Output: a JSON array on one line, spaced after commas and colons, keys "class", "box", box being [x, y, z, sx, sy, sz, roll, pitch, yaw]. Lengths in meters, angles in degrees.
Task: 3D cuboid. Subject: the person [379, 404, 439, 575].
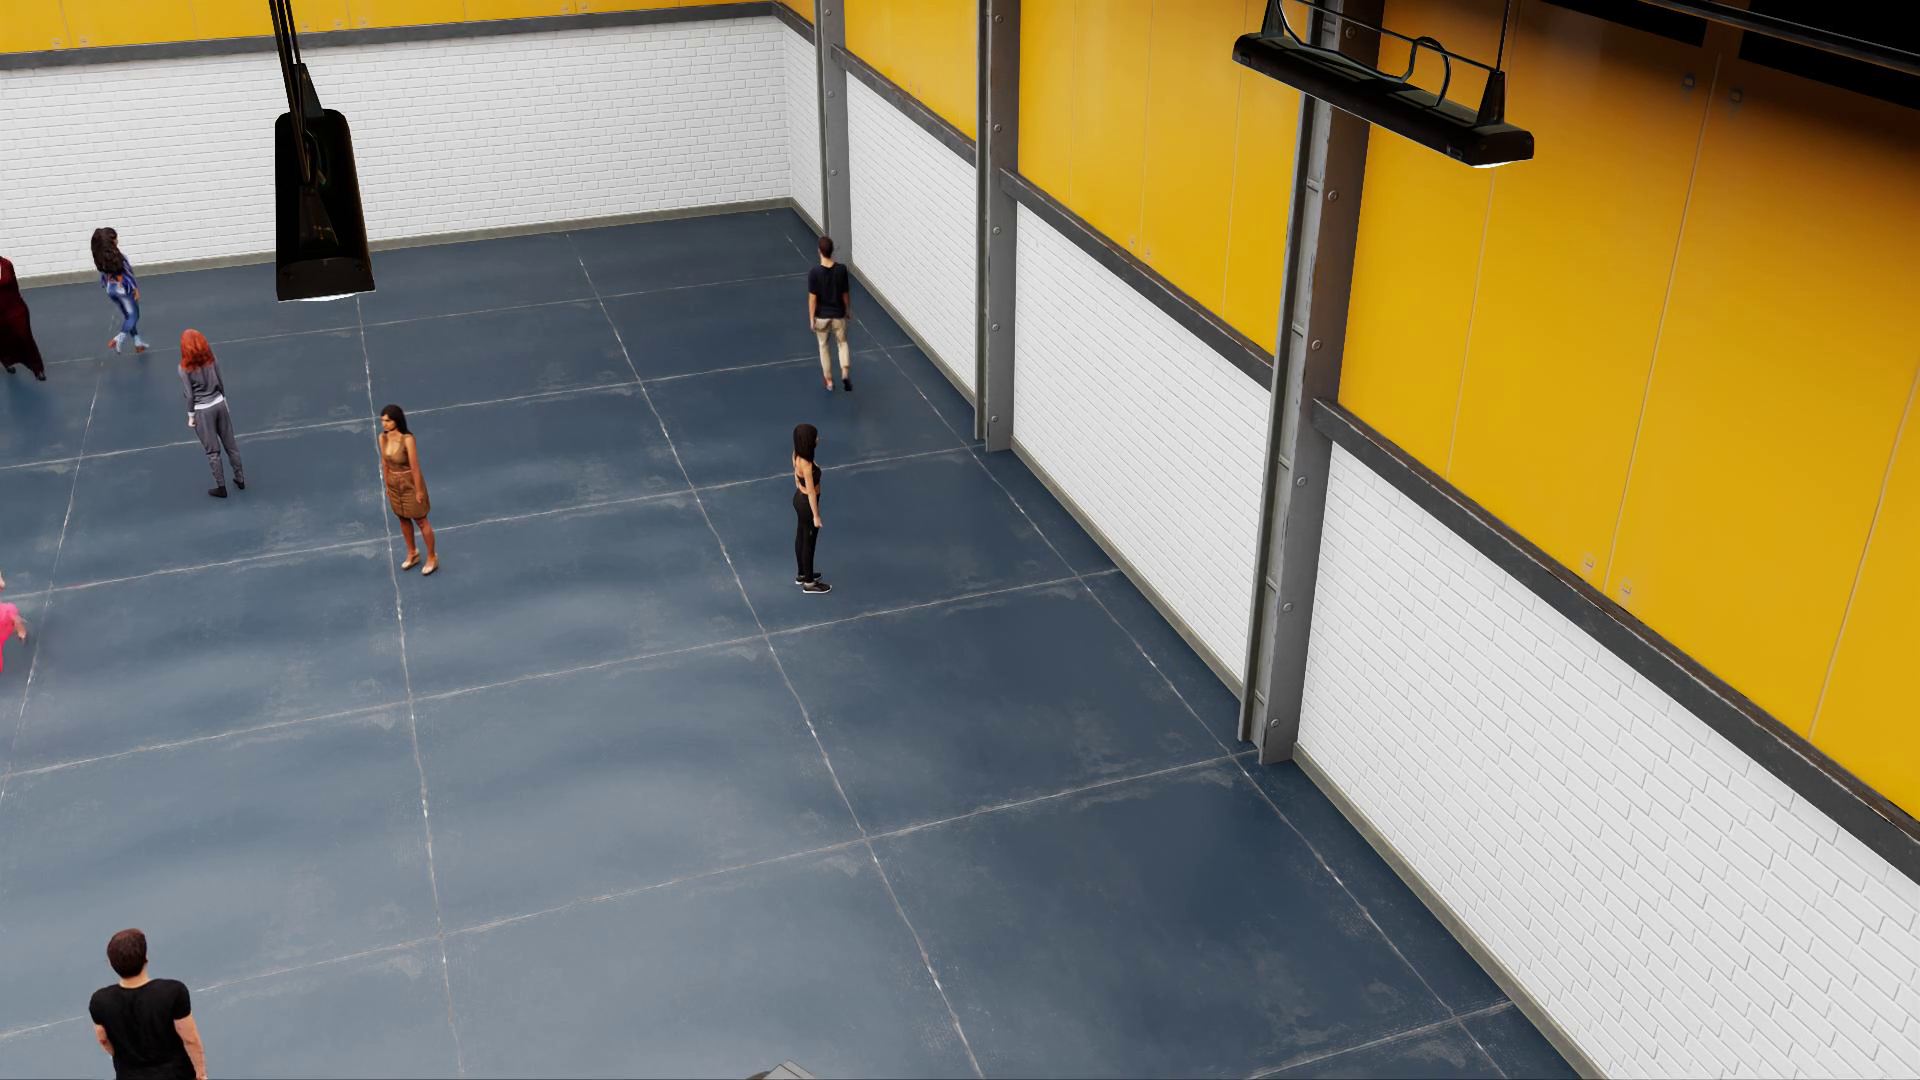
[{"class": "person", "box": [-5.076, -0.476, 15.260, 0.631, 1.686, 0.689, 12, 31, 21]}]

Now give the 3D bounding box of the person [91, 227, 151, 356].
[{"class": "person", "box": [-10.053, -2.927, 19.840, 0.896, 1.604, 0.997, 7, 29, 13]}]

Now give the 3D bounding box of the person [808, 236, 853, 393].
[{"class": "person", "box": [-1.431, -2.504, 18.814, 0.676, 1.845, 0.895, -8, 30, -15]}]

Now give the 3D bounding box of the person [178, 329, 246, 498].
[{"class": "person", "box": [-7.505, -1.277, 16.632, 0.680, 1.779, 0.662, 19, 34, 31]}]

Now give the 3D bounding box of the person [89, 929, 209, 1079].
[{"class": "person", "box": [-4.297, 2.935, 8.873, 0.658, 1.815, 1.131, -11, 30, -19]}]

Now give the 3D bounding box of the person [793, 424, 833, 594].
[{"class": "person", "box": [-1.387, -0.299, 14.981, 0.616, 1.643, 0.429, -11, 31, -20]}]

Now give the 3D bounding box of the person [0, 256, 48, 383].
[{"class": "person", "box": [-11.107, -2.645, 19.225, 1.243, 1.698, 1.023, 23, 36, 36]}]
